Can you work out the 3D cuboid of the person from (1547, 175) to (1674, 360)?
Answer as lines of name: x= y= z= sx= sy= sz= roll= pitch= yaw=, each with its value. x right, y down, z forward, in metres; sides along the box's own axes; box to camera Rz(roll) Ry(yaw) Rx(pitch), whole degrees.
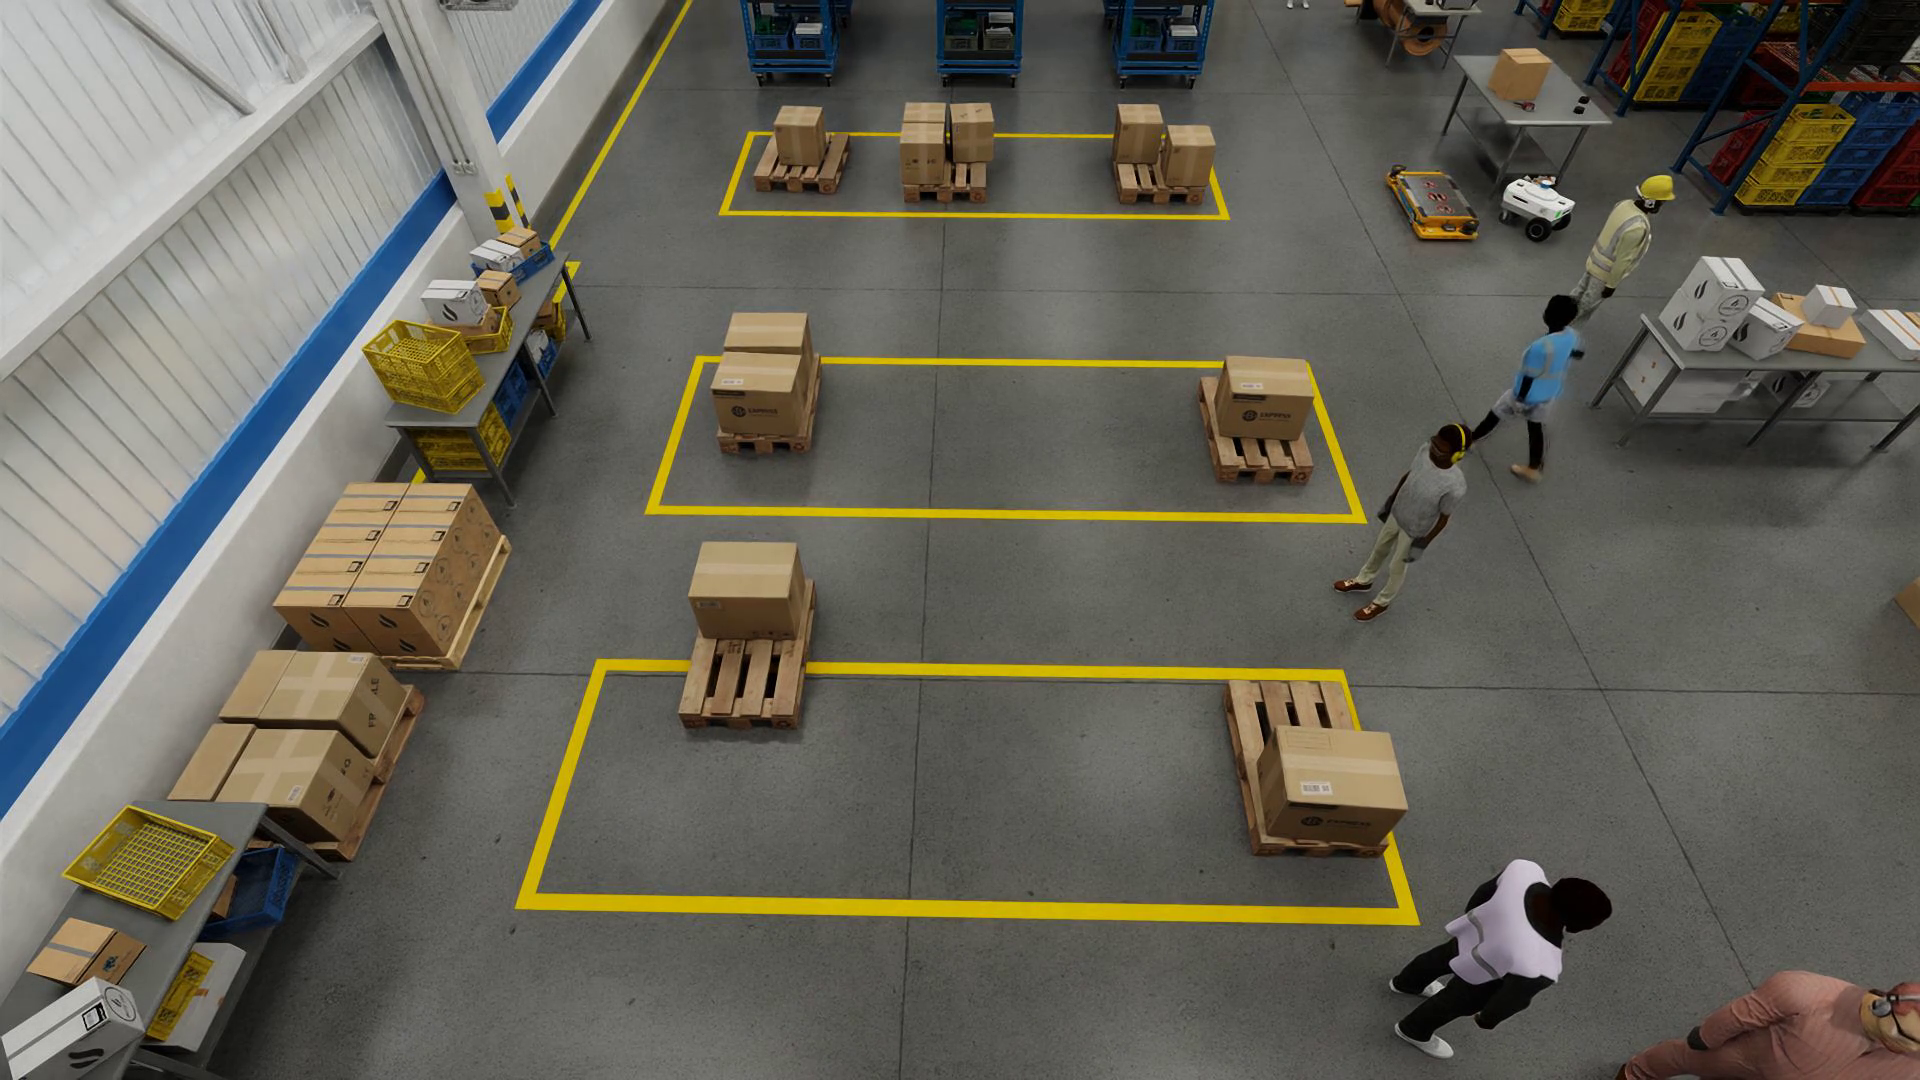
person: x=6.181 y=-2.593 z=8.733 sx=0.404 sy=1.833 sz=0.588 roll=9 pitch=50 yaw=8

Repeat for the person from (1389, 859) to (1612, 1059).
person: x=2.634 y=2.110 z=4.607 sx=0.376 sy=1.917 sz=0.600 roll=10 pitch=50 yaw=9

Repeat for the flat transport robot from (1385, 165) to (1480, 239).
flat transport robot: x=5.692 y=-4.094 z=11.059 sx=0.652 sy=0.197 sz=1.431 roll=1 pitch=49 yaw=1

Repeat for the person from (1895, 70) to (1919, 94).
person: x=13.792 y=-6.852 z=12.403 sx=0.806 sy=1.865 sz=0.545 roll=24 pitch=53 yaw=20

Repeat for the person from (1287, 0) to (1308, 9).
person: x=5.683 y=-9.571 z=14.906 sx=0.519 sy=1.633 sz=0.312 roll=3 pitch=49 yaw=2

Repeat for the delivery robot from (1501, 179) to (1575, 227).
delivery robot: x=6.723 y=-3.945 z=10.684 sx=0.477 sy=0.478 sz=0.707 roll=-30 pitch=55 yaw=-23

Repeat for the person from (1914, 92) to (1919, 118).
person: x=12.178 y=-5.654 z=11.314 sx=0.635 sy=1.937 sz=0.353 roll=-7 pitch=49 yaw=-6

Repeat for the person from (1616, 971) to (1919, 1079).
person: x=3.834 y=2.461 z=4.309 sx=0.642 sy=1.913 sz=0.410 roll=20 pitch=52 yaw=17

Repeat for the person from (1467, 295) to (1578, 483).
person: x=4.844 y=-1.252 z=7.703 sx=0.544 sy=1.636 sz=0.838 roll=-21 pitch=52 yaw=-17

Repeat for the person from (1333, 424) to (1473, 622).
person: x=3.189 y=-0.116 z=6.565 sx=0.328 sy=1.872 sz=0.509 roll=-11 pitch=50 yaw=-9
